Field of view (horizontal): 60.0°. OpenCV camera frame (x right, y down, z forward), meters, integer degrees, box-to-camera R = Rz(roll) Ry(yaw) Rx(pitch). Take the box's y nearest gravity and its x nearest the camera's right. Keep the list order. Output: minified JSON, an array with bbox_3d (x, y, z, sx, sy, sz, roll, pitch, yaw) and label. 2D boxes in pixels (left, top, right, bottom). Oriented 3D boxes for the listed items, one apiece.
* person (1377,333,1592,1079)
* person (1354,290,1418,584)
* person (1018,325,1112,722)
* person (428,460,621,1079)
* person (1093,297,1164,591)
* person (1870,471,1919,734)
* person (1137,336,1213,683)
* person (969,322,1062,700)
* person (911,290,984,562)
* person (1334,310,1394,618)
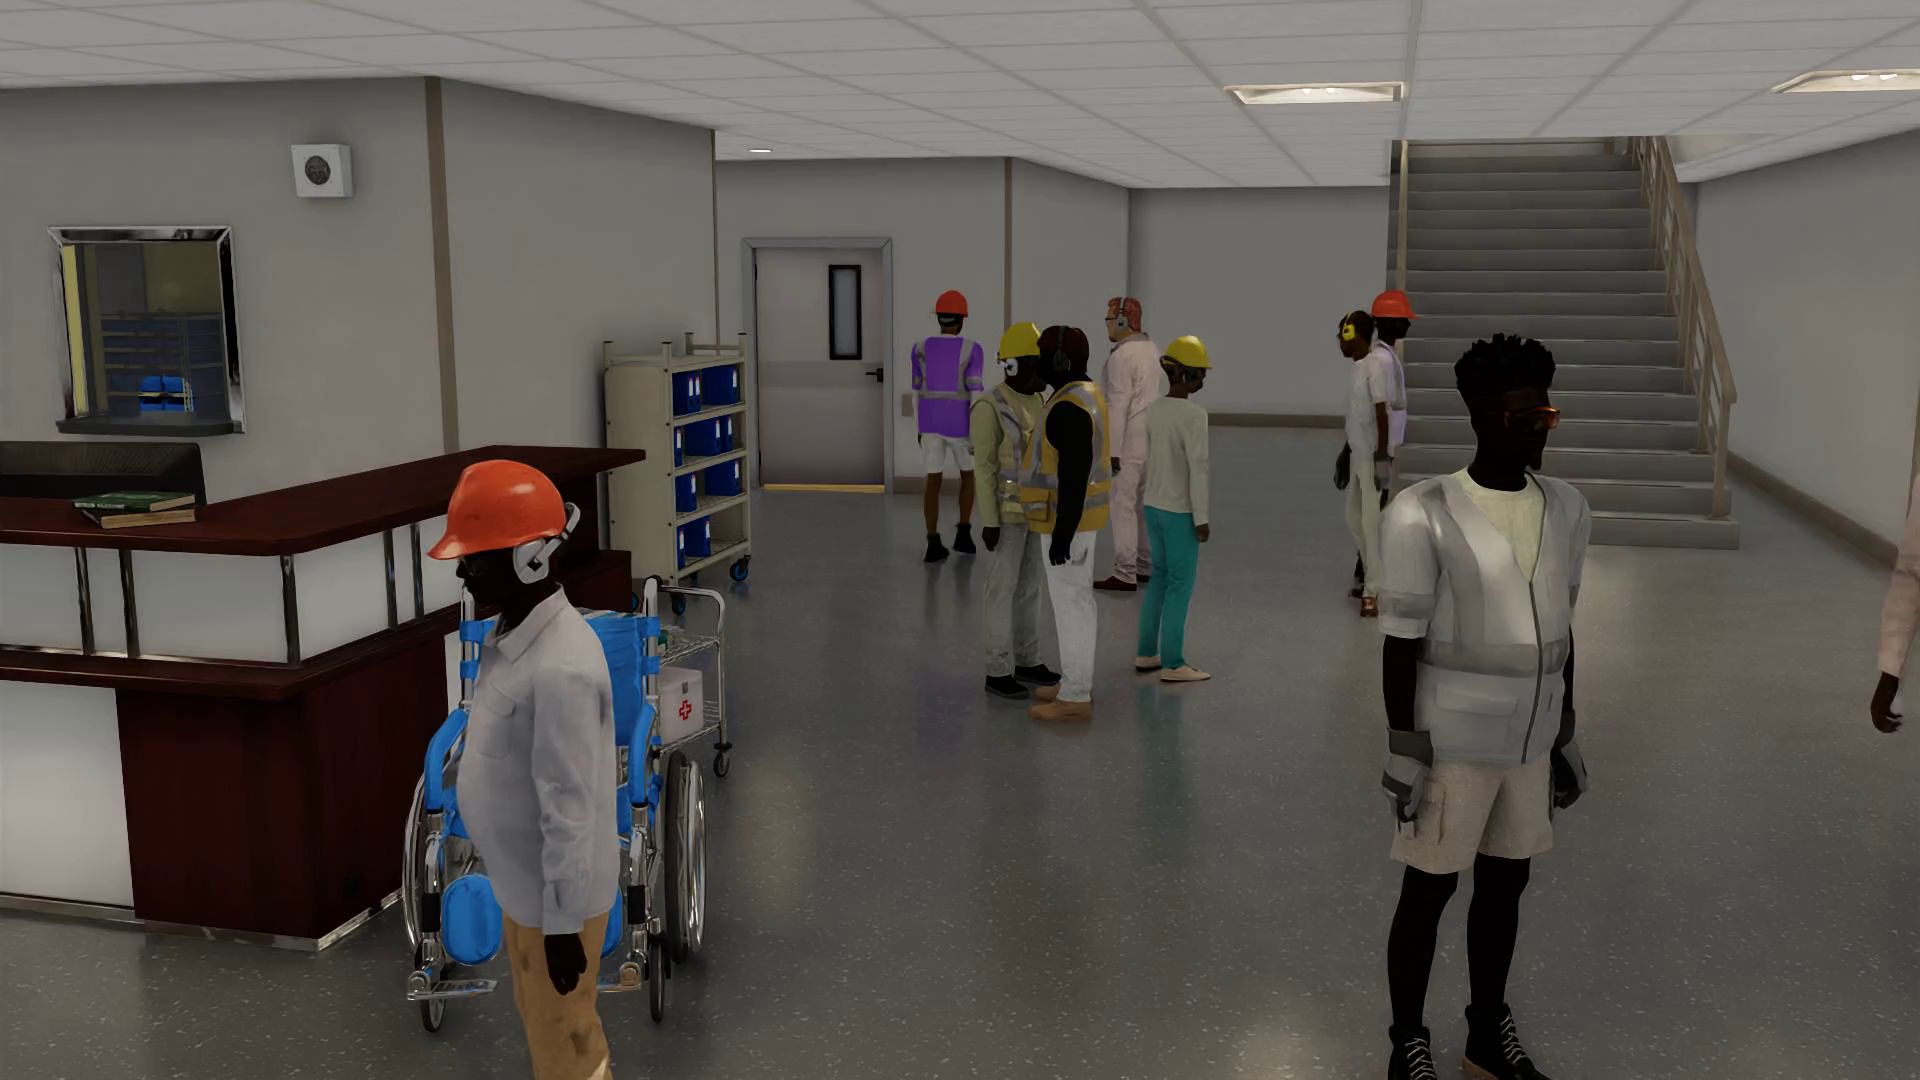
[{"bbox_3d":[1.301,0.476,4.124,0.607,1.966,0.367,-4,11,-24],"label":"person"},{"bbox_3d":[2.801,-0.671,10.967,0.357,1.937,0.551,2,10,9],"label":"person"},{"bbox_3d":[0.487,-0.077,7.755,0.429,1.841,0.634,2,10,9],"label":"person"},{"bbox_3d":[-0.899,0.696,3.490,0.351,1.743,0.564,-4,11,-24],"label":"person"},{"bbox_3d":[1.076,-0.622,10.809,0.398,1.899,0.650,5,11,29],"label":"person"},{"bbox_3d":[2.875,0.393,4.594,0.610,1.969,0.643,-8,13,-41],"label":"person"},{"bbox_3d":[1.112,-0.154,8.463,0.348,1.758,0.527,-4,10,-21],"label":"person"},{"bbox_3d":[0.307,-0.150,8.196,0.403,1.837,0.591,8,12,38],"label":"person"},{"bbox_3d":[-0.083,-0.809,11.853,0.557,1.914,0.607,3,10,15],"label":"person"},{"bbox_3d":[2.461,-0.463,10.084,0.334,1.831,0.679,-1,10,-3],"label":"person"}]
